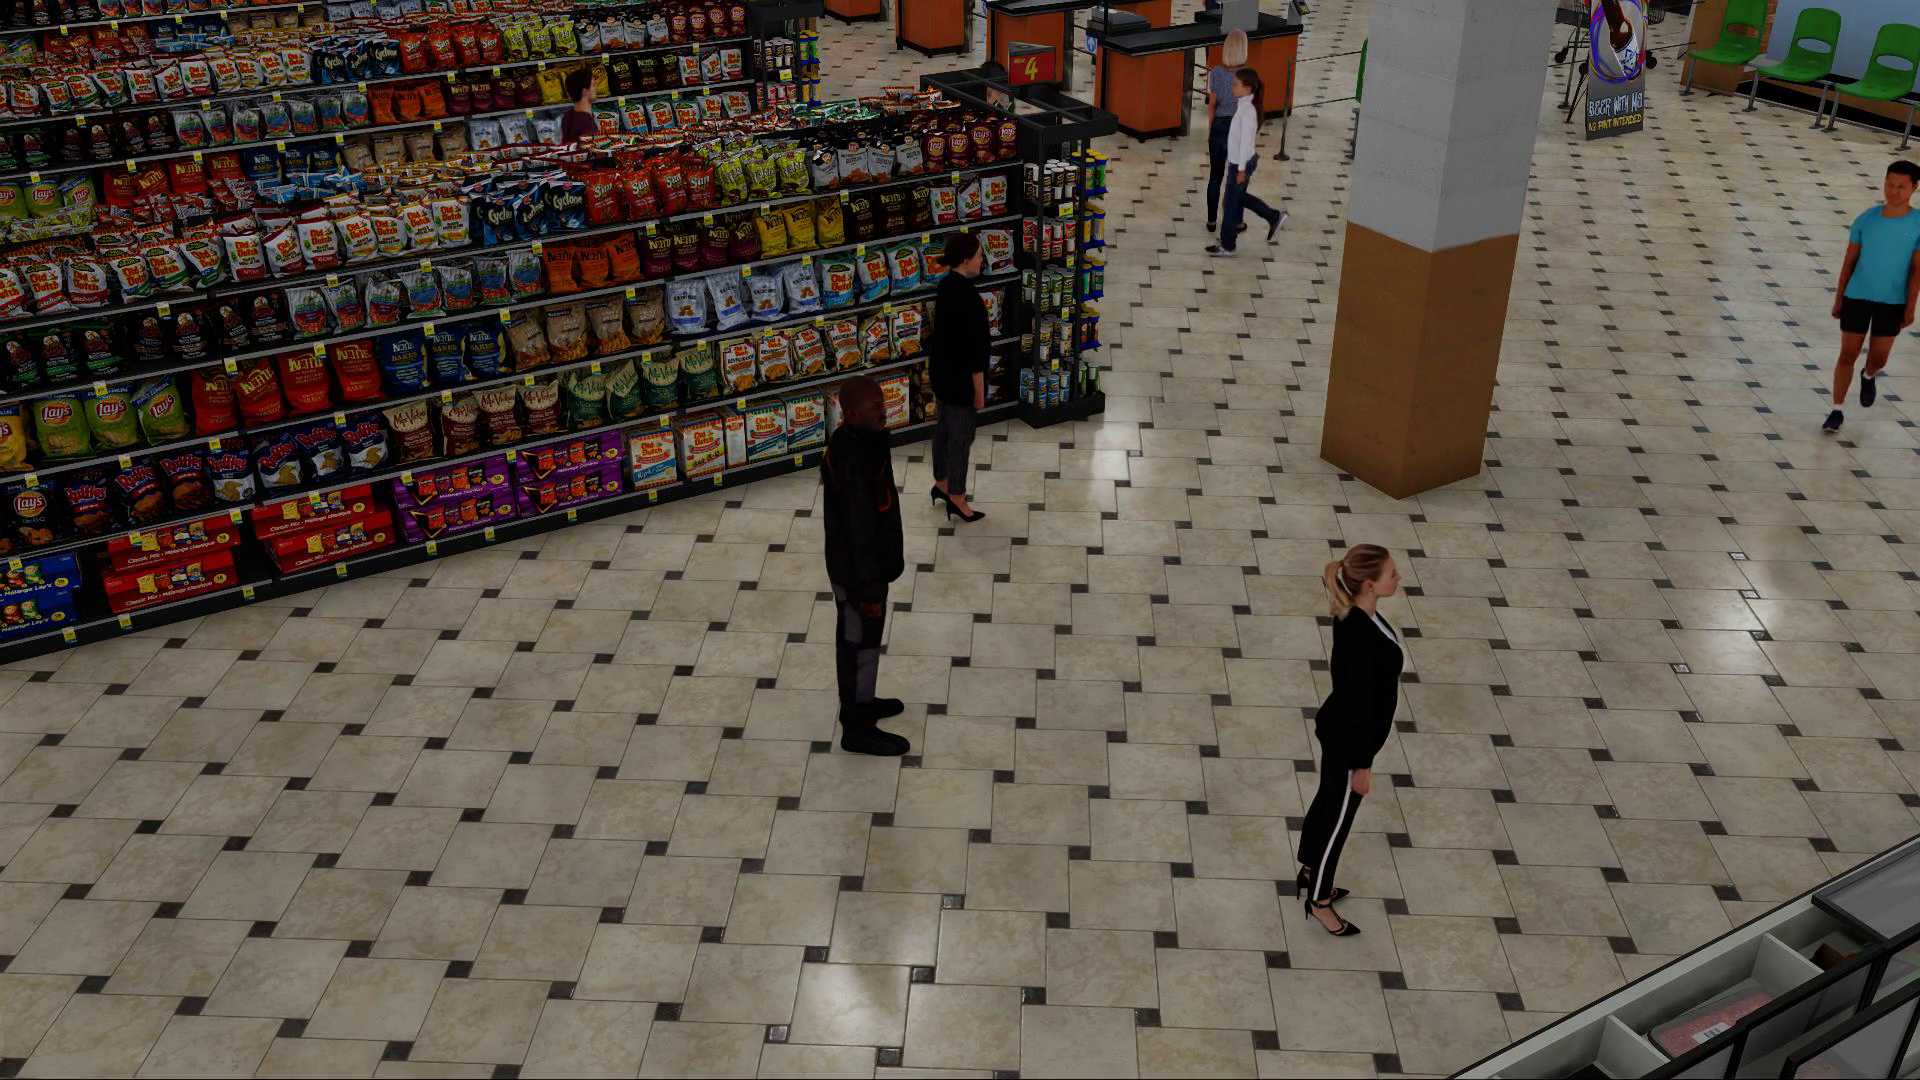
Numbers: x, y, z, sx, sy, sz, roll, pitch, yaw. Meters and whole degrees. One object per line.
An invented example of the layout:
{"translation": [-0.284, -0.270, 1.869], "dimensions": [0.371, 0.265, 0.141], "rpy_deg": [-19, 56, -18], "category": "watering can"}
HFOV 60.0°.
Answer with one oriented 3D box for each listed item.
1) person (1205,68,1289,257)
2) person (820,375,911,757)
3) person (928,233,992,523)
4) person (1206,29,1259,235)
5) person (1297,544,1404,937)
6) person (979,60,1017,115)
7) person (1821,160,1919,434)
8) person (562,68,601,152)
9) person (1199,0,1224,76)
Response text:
{"translation": [2.394, -3.072, 13.624], "dimensions": [0.964, 1.539, 0.820], "rpy_deg": [2, 29, 3], "category": "person"}
{"translation": [-0.466, 0.103, 7.514], "dimensions": [0.760, 1.821, 0.784], "rpy_deg": [-2, 29, -4], "category": "person"}
{"translation": [-0.029, -0.916, 9.490], "dimensions": [0.596, 1.715, 0.667], "rpy_deg": [-12, 31, -20], "category": "person"}
{"translation": [2.309, -3.473, 14.167], "dimensions": [0.649, 1.722, 0.705], "rpy_deg": [8, 30, 14], "category": "person"}
{"translation": [1.483, 0.773, 6.405], "dimensions": [0.724, 1.707, 0.699], "rpy_deg": [2, 29, 3], "category": "person"}
{"translation": [0.333, -2.729, 12.713], "dimensions": [1.185, 1.809, 0.759], "rpy_deg": [-12, 31, -20], "category": "person"}
{"translation": [5.847, -1.549, 10.601], "dimensions": [0.829, 1.762, 0.939], "rpy_deg": [18, 34, 30], "category": "person"}
{"translation": [-2.793, -2.547, 12.348], "dimensions": [0.897, 1.839, 0.650], "rpy_deg": [-16, 32, -27], "category": "person"}
{"translation": [3.033, -6.308, 19.287], "dimensions": [0.663, 1.792, 0.719], "rpy_deg": [8, 30, 14], "category": "person"}
